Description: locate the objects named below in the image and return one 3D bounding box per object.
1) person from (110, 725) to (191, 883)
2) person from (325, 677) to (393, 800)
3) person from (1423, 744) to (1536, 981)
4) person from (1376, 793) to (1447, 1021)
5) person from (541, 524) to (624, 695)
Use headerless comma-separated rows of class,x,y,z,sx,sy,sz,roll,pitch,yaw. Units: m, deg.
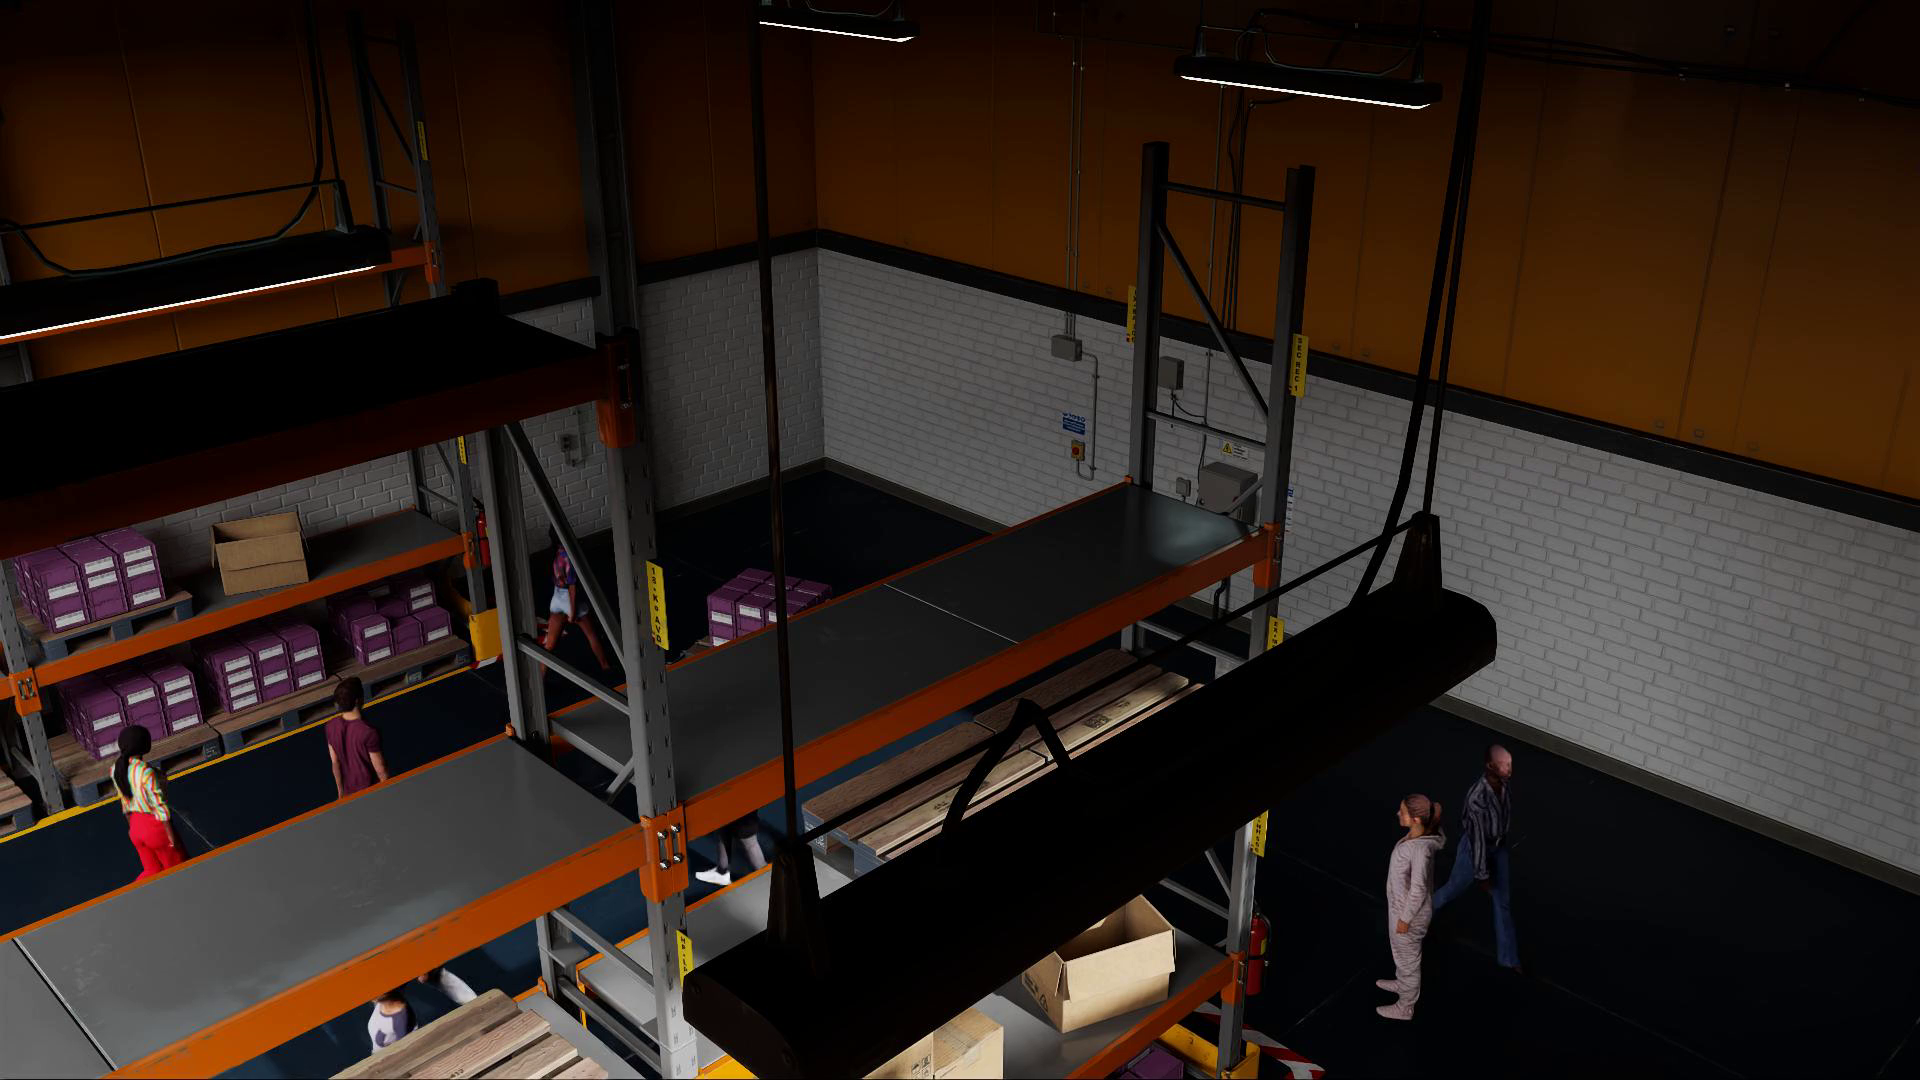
person,-5.798,2.160,11.794,0.820,1.771,1.055,10,25,21
person,-4.429,1.898,12.313,0.860,1.836,1.069,11,26,24
person,3.565,2.218,11.699,1.104,1.741,0.721,-20,31,-38
person,3.062,2.452,11.224,0.788,1.693,0.680,6,24,14
person,-3.696,0.653,15.339,0.631,1.693,1.166,20,31,38
